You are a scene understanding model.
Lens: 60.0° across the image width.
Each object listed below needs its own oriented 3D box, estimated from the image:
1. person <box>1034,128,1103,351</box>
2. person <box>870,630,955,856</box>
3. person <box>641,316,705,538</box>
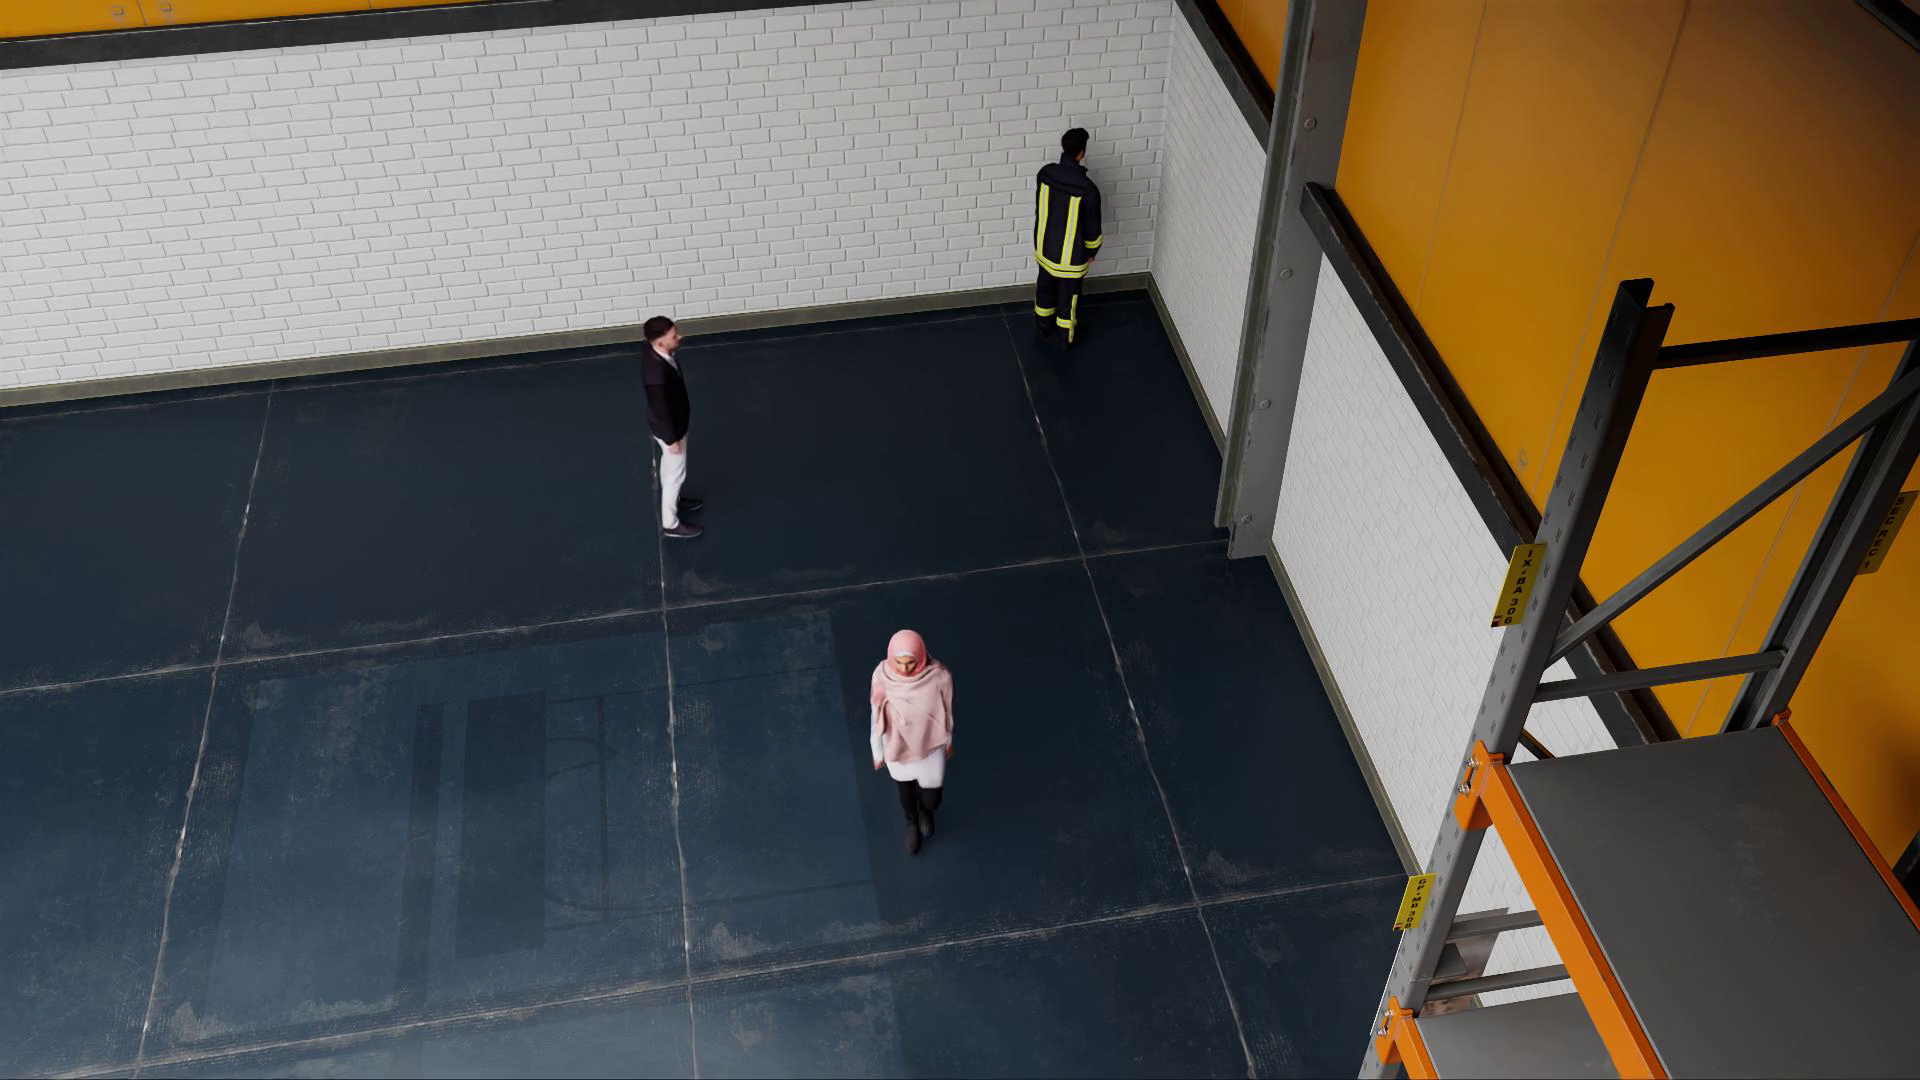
[{"bbox_3d":[0.822,-2.392,13.228,0.868,1.925,0.932,27,50,25],"label":"person"},{"bbox_3d":[-0.270,1.119,9.638,0.678,1.792,0.685,-1,44,-1],"label":"person"},{"bbox_3d":[-2.047,-0.807,11.626,0.716,1.840,0.483,-5,44,-5],"label":"person"}]
